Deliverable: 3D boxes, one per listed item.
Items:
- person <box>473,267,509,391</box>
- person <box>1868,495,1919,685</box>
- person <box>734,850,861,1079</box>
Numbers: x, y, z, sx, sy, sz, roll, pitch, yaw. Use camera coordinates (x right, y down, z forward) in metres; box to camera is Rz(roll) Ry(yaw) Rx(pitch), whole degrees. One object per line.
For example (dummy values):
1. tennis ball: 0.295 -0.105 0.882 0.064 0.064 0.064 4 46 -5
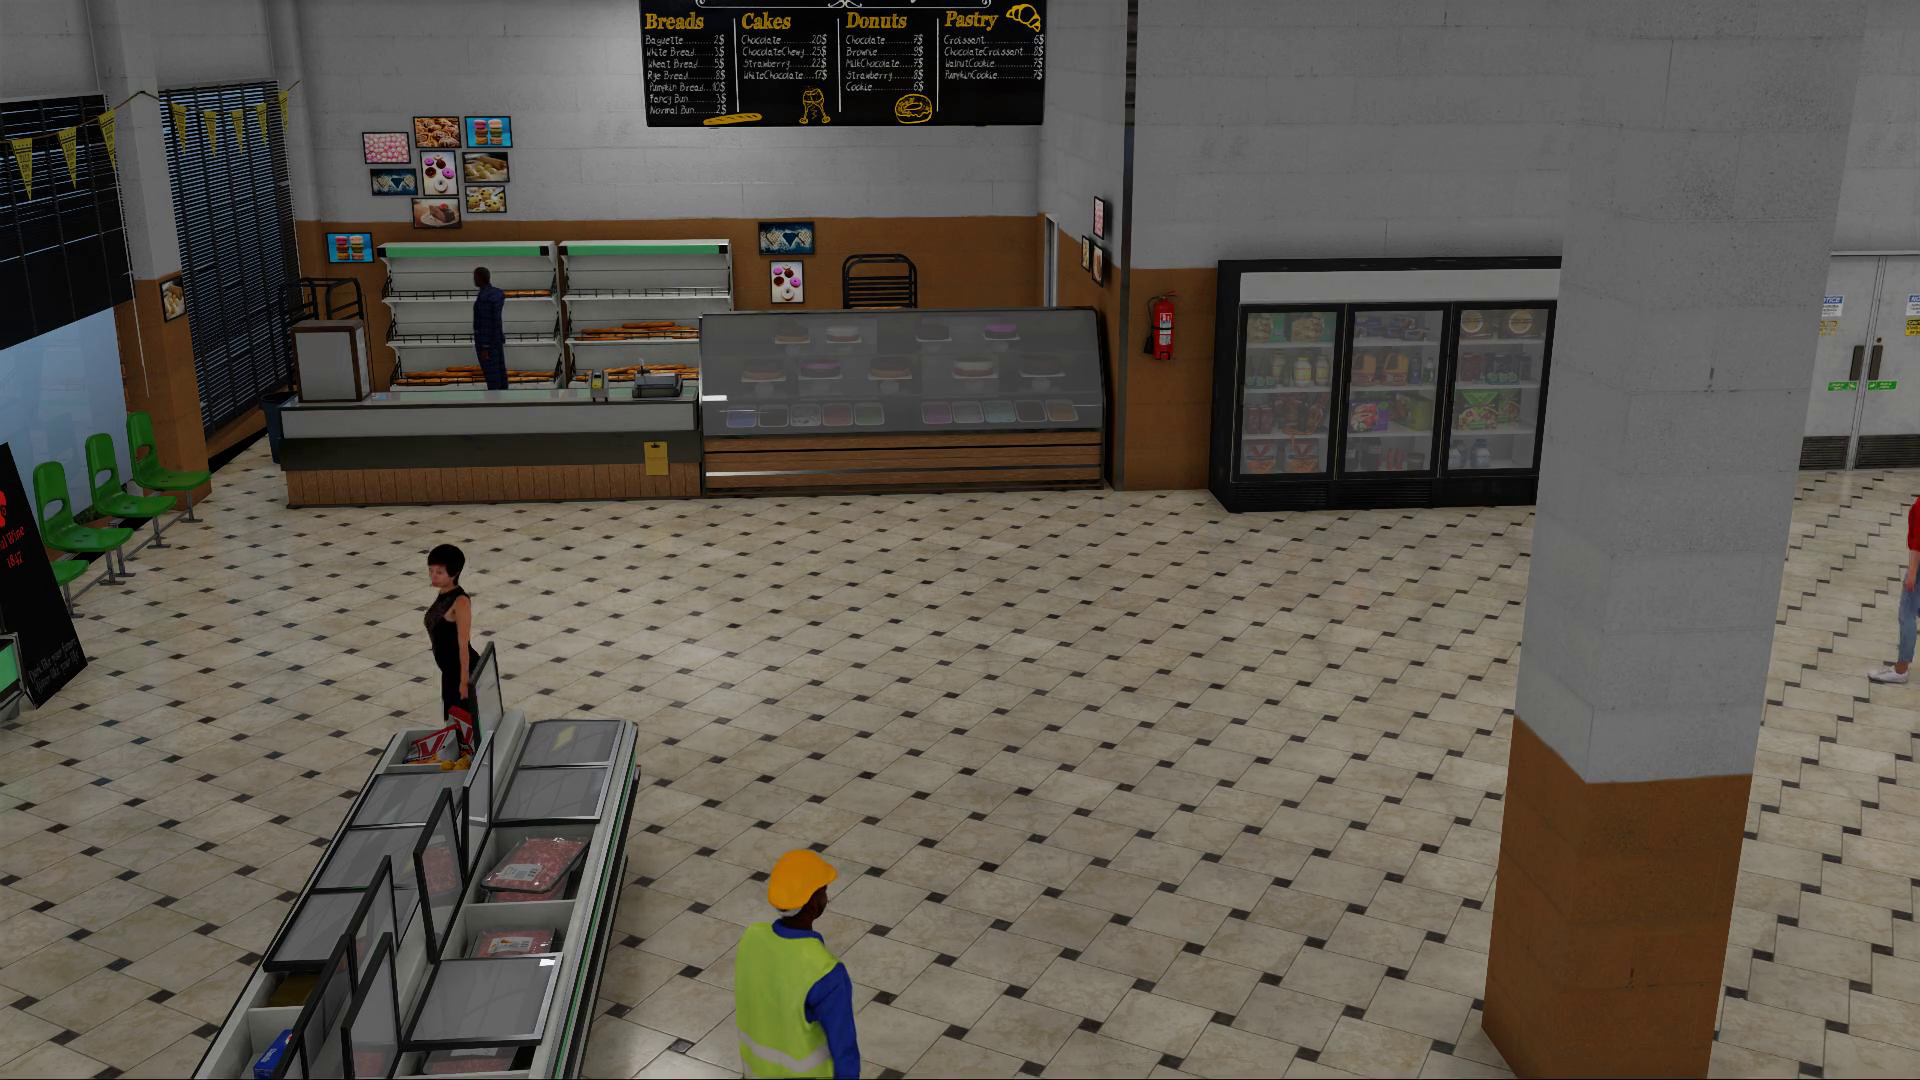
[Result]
1. person: -5.523 -2.310 19.570 0.784 1.824 0.616 2 17 8
2. person: 6.798 0.180 11.606 0.842 1.687 0.802 14 22 38
3. person: -0.569 1.904 5.716 0.730 1.809 0.789 14 22 38
